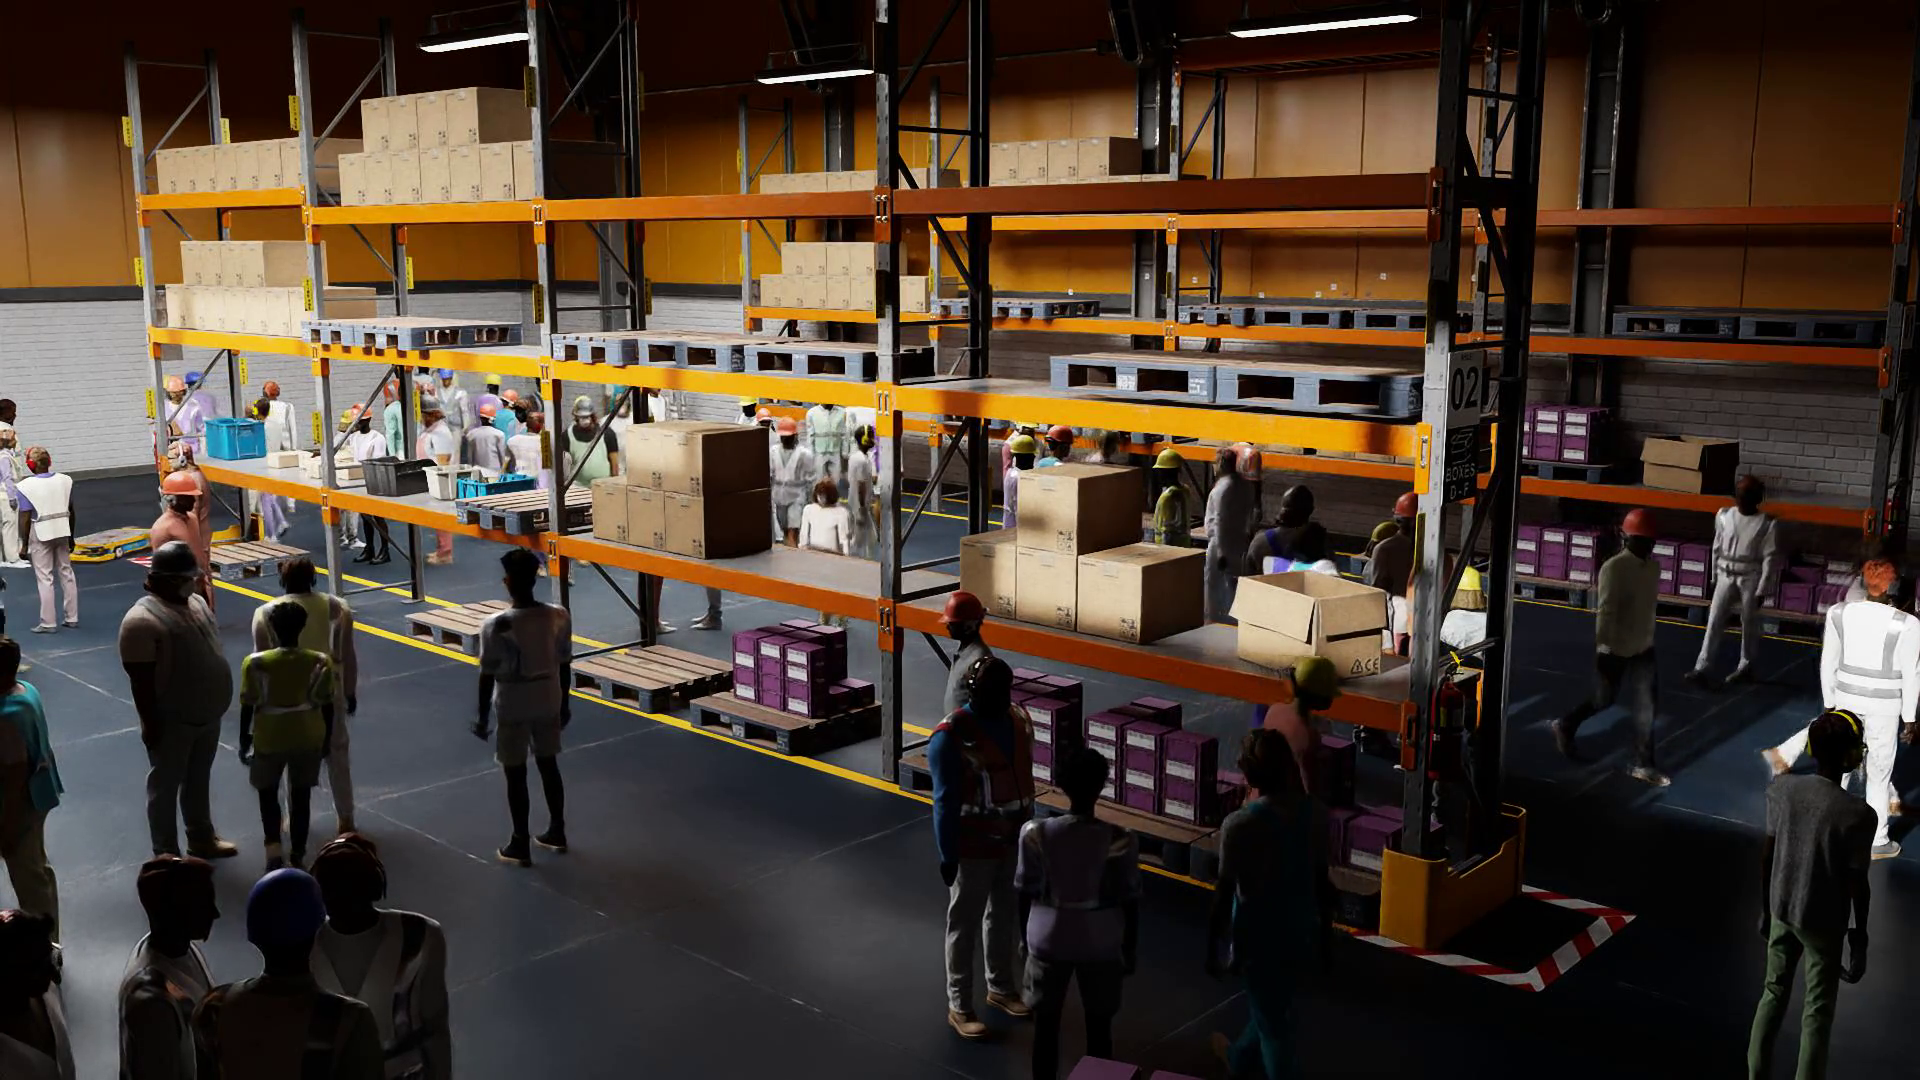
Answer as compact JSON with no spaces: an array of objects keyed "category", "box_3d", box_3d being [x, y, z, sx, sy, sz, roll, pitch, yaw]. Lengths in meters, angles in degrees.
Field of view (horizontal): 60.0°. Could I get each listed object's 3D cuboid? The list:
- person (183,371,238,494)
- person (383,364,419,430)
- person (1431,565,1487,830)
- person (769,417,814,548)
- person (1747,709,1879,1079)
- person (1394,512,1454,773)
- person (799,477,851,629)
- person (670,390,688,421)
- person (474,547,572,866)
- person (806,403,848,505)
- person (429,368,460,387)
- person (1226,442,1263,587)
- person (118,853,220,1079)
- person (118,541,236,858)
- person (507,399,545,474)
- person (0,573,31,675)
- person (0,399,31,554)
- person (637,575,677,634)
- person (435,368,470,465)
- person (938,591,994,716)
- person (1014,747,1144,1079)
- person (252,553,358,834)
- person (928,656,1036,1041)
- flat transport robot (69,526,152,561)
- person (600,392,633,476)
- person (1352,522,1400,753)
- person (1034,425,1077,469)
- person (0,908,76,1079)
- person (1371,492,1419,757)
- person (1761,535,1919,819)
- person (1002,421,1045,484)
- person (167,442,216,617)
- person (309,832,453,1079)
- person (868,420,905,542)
[{"category":"person","box_3d":[-11.307,-1.569,24.953,0.757,1.913,0.645,5,11,24]},{"category":"person","box_3d":[-9.039,-1.960,27.003,0.602,1.959,0.379,-7,12,-33]},{"category":"person","box_3d":[3.248,1.021,10.788,0.486,1.736,0.323,-1,10,-8]},{"category":"person","box_3d":[-1.941,-0.411,18.457,0.554,1.884,0.978,3,11,18]},{"category":"person","box_3d":[3.604,1.624,7.038,0.326,1.861,0.499,-6,12,-30]},{"category":"person","box_3d":[3.360,0.730,11.910,0.379,1.917,0.591,6,12,29]},{"category":"person","box_3d":[-1.253,0.173,15.962,0.498,1.601,0.801,6,12,29]},{"category":"person","box_3d":[-4.856,-2.110,28.761,0.311,1.636,0.523,-2,10,-12]},{"category":"person","box_3d":[-2.661,1.014,10.184,0.408,1.963,0.612,10,14,44]},{"category":"person","box_3d":[-1.814,-1.175,22.707,0.590,1.912,0.390,-5,11,-26]},{"category":"person","box_3d":[-9.042,-2.339,29.128,0.612,1.962,0.366,4,11,21]},{"category":"person","box_3d":[3.147,-0.422,18.288,0.362,1.963,0.613,-4,11,-20]},{"category":"person","box_3d":[-2.495,1.909,5.364,0.363,1.879,0.585,-3,11,-19]},{"category":"person","box_3d":[-4.663,0.999,10.042,0.536,2.000,0.688,2,10,11]},{"category":"person","box_3d":[-5.582,-0.906,21.412,0.631,1.836,0.429,6,11,28]},{"category":"person","box_3d":[-8.511,0.385,14.577,0.646,1.662,0.529,-5,11,-26]},{"category":"person","box_3d":[-11.710,-0.778,20.451,0.393,1.915,0.589,-9,14,-42]},{"category":"person","box_3d":[-3.012,-0.026,16.221,0.405,1.909,0.597,-6,12,-31]},{"category":"person","box_3d":[-7.953,-1.736,25.824,0.646,1.921,0.756,-2,10,-10]},{"category":"person","box_3d":[0.043,1.162,9.967,0.351,1.743,0.568,-2,10,-10]},{"category":"person","box_3d":[0.504,1.711,7.026,0.549,1.683,0.353,1,10,6]},{"category":"person","box_3d":[-4.182,0.992,10.665,0.628,1.847,0.428,-6,12,-30]},{"category":"person","box_3d":[0.144,1.458,8.012,0.634,1.842,0.429,-9,14,-43]},{"category":"flat transport robot","box_3d":[-10.420,0.042,20.455,0.652,0.197,1.431,2,10,10]},{"category":"person","box_3d":[-4.321,-0.968,21.531,0.644,1.921,0.514,-3,10,-14]},{"category":"person","box_3d":[3.154,0.725,12.465,0.320,1.738,0.487,0,10,0]},{"category":"person","box_3d":[0.969,-0.144,16.533,0.404,2.035,0.606,-4,11,-24]},{"category":"person","box_3d":[-2.867,1.989,5.040,0.388,1.838,0.567,-1,10,-7]},{"category":"person","box_3d":[3.309,0.618,12.359,0.620,1.986,0.408,-6,12,-30]},{"category":"person","box_3d":[5.960,0.882,11.138,0.926,1.904,0.634,6,12,31]},{"category":"person","box_3d":[0.778,-0.630,19.884,0.587,1.824,0.404,-6,12,-32]},{"category":"person","box_3d":[-7.457,-0.002,16.109,0.400,1.899,0.646,-3,10,-16]},{"category":"person","box_3d":[-1.981,1.873,5.556,0.575,1.882,0.338,-2,10,-10]},{"category":"person","box_3d":[-0.925,-0.916,21.218,0.390,1.923,0.549,10,14,43]}]
